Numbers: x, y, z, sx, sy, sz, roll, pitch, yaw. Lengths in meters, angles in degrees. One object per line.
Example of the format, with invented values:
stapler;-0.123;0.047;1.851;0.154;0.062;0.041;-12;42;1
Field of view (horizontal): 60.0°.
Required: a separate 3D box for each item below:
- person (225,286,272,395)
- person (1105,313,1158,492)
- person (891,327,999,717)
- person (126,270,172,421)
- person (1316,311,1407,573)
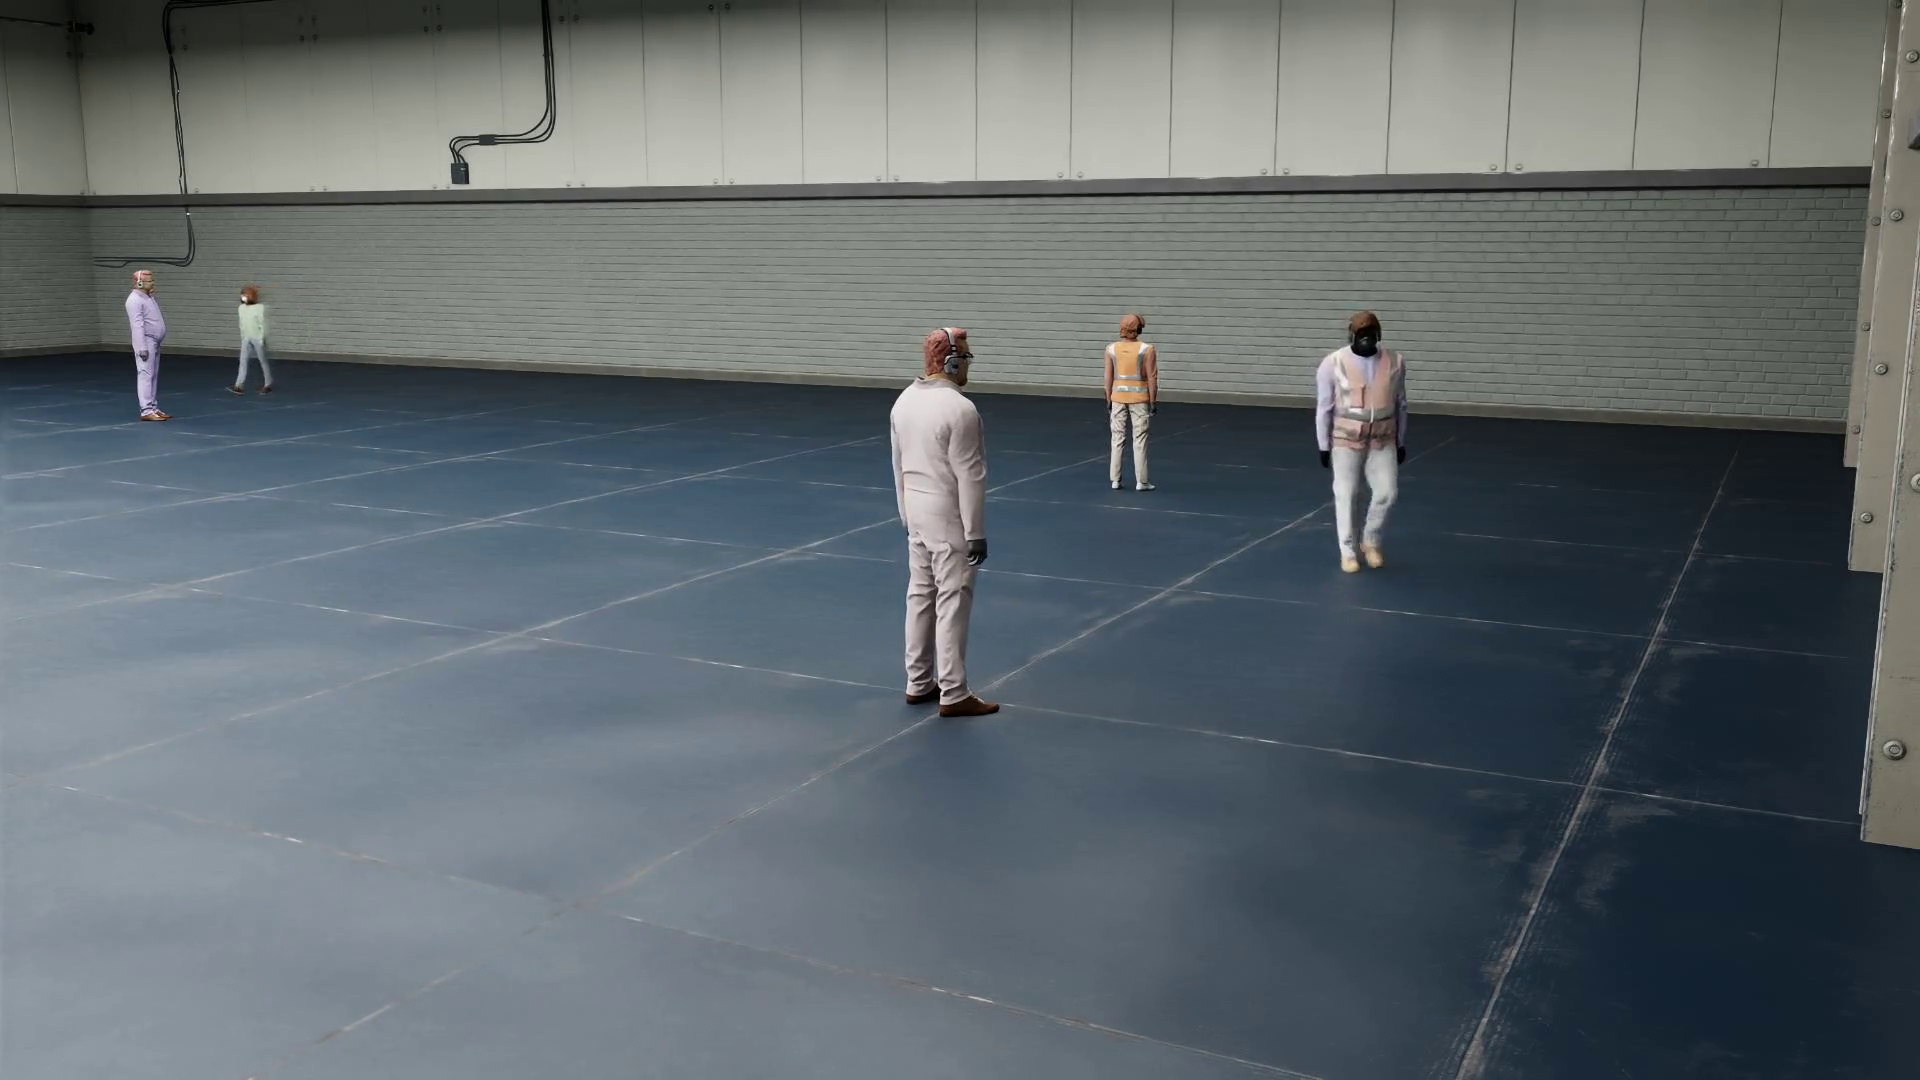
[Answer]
person;-10.478;-2.925;24.477;0.523;1.592;0.801;4;11;20
person;1.574;-1.261;15.317;0.510;1.640;0.308;5;12;26
person;-0.061;-0.088;8.191;0.409;1.906;0.652;-7;13;-34
person;-10.314;-2.466;21.160;0.410;1.909;0.642;-2;11;-12
person;2.801;-0.673;11.599;0.650;1.827;0.463;0;10;-2
